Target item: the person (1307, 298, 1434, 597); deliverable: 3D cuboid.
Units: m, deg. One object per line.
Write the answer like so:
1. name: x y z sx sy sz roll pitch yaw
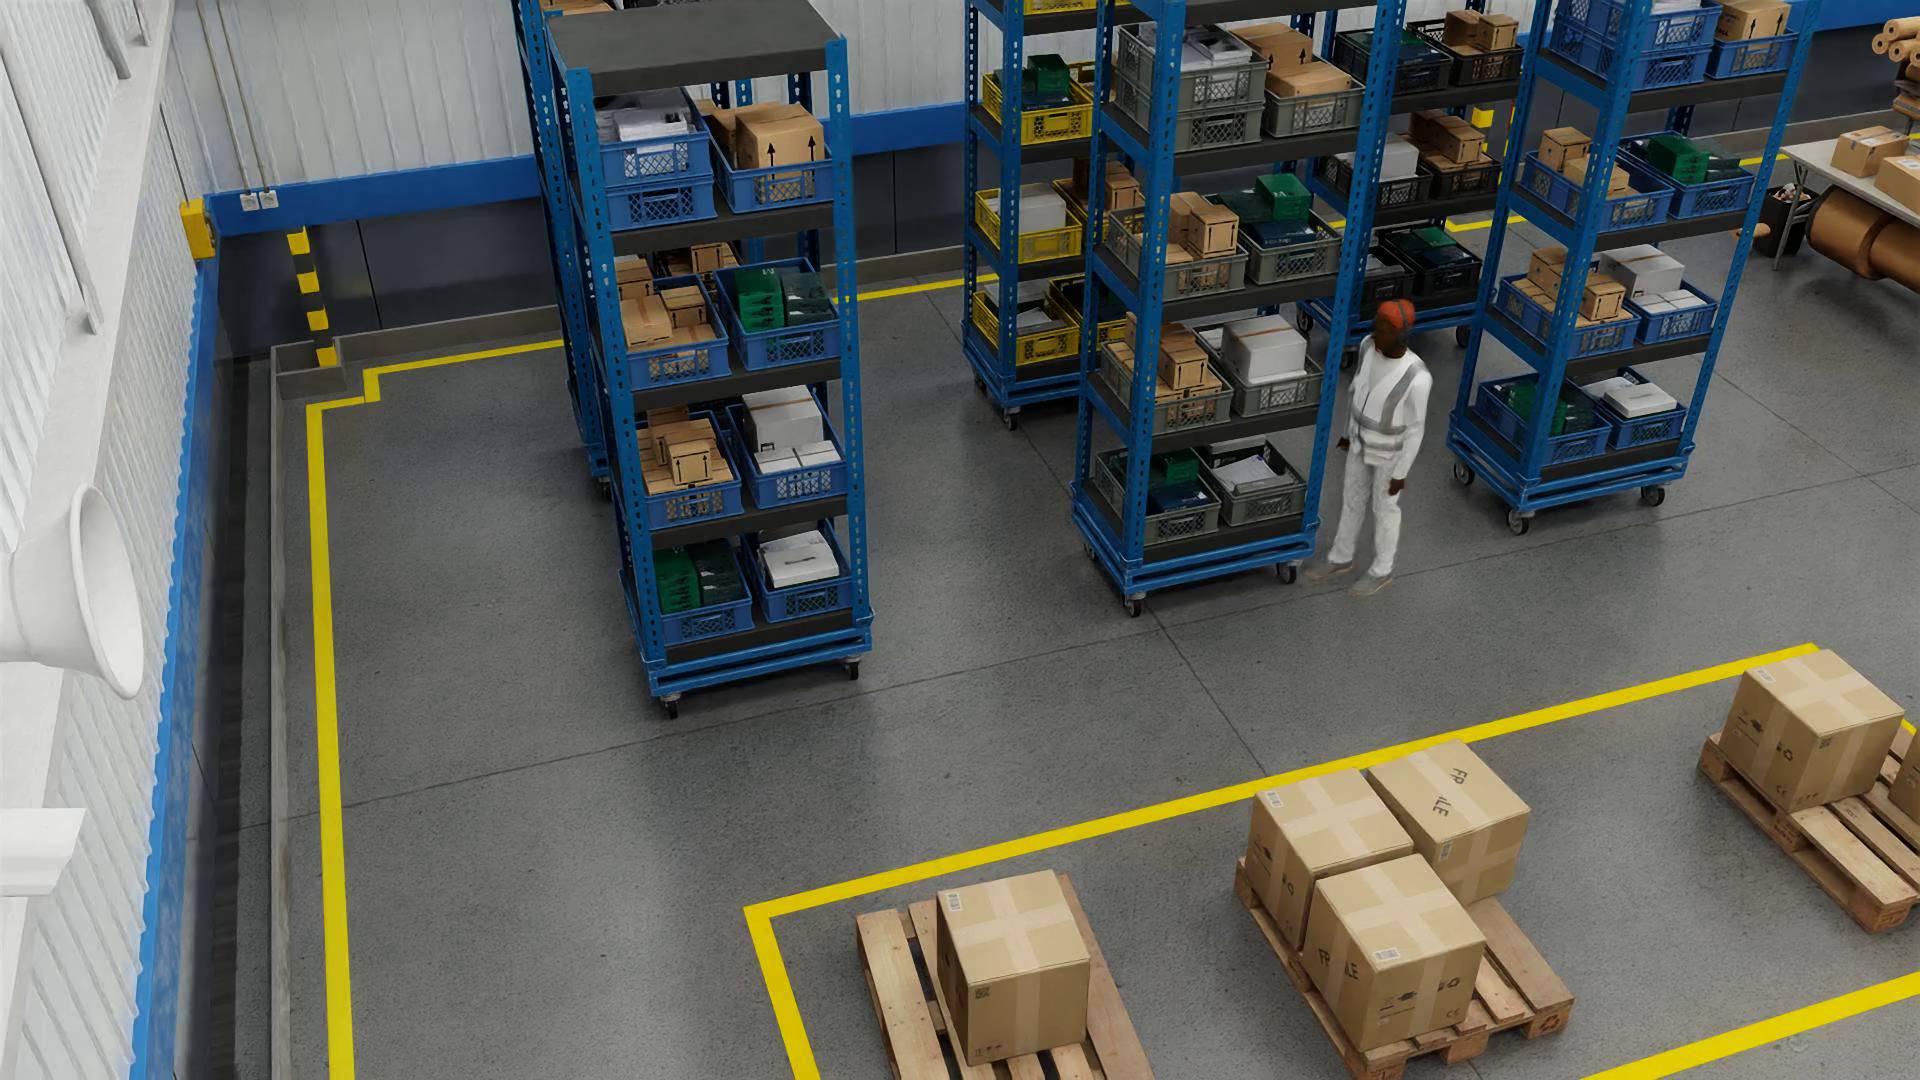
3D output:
1. person: 2.339 -0.514 9.390 0.374 1.884 0.581 -17 38 -22
